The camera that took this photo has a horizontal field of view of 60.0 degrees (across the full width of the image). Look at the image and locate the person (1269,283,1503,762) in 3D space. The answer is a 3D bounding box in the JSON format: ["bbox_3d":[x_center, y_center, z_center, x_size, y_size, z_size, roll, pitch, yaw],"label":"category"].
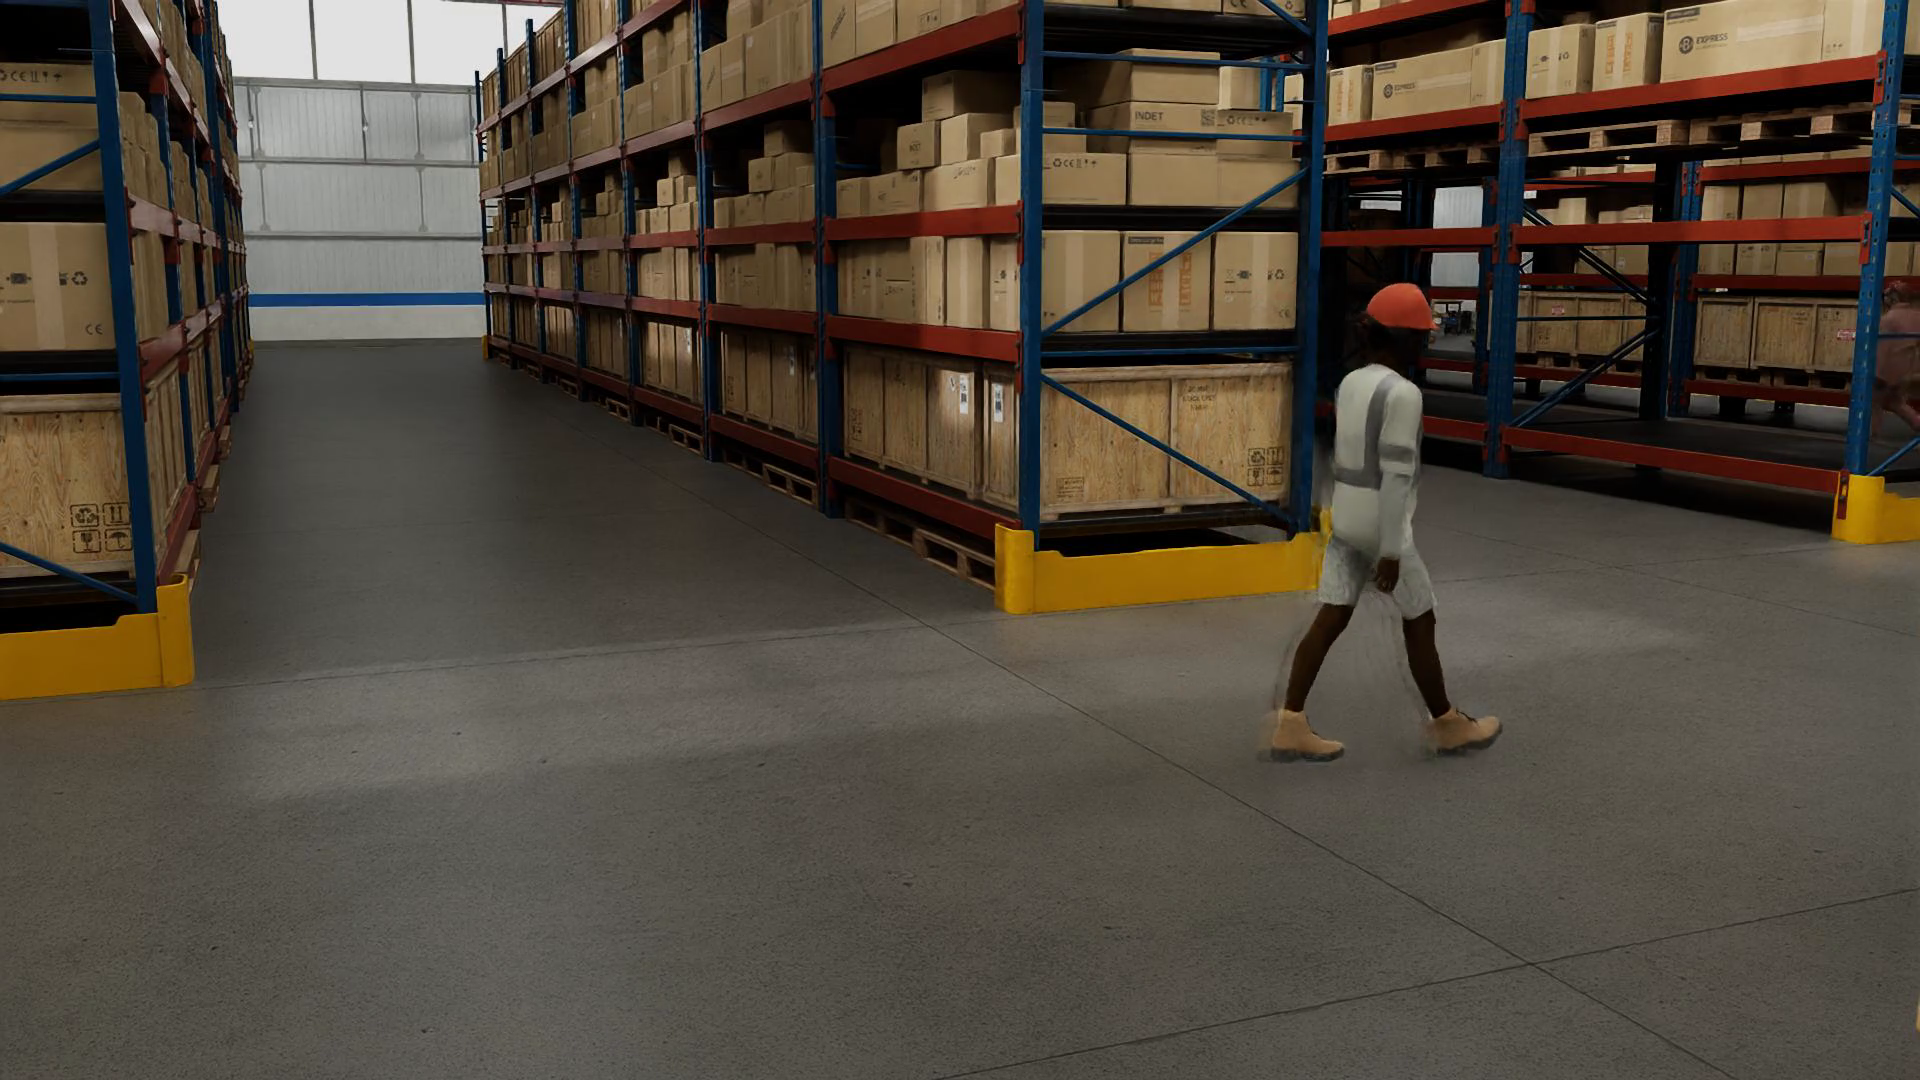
[{"bbox_3d":[1.754,-0.055,6.869,1.040,1.986,0.629,-2,10,-14],"label":"person"}]

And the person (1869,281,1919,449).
[{"bbox_3d":[9.960,-1.805,17.680,0.657,1.882,0.767,-5,11,-30],"label":"person"}]
